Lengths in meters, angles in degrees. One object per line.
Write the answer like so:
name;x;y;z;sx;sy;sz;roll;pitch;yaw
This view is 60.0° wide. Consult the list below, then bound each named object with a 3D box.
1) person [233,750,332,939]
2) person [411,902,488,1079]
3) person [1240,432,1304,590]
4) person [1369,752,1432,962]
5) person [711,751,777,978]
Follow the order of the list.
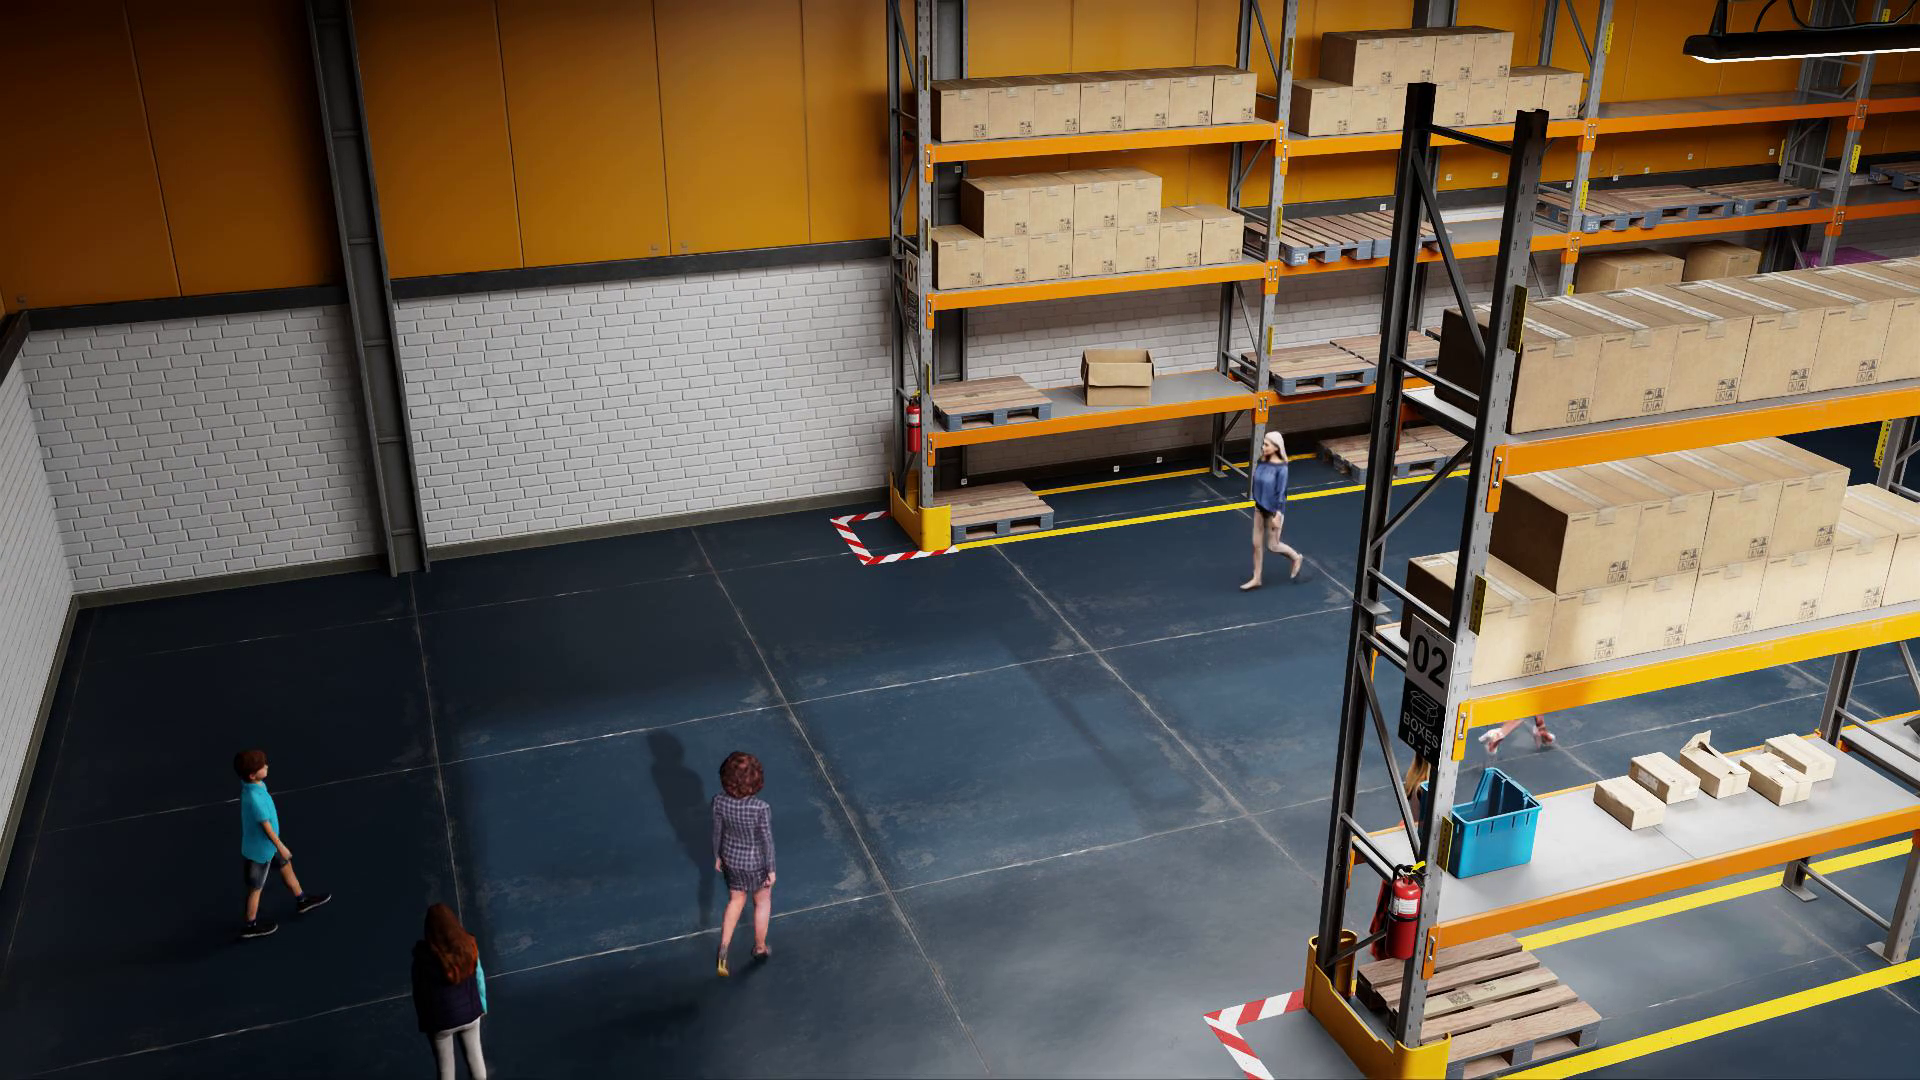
person;-4.935;2.122;11.556;0.835;1.425;0.531;-9;25;-19
person;-3.015;2.819;9.873;0.553;1.496;0.668;-13;27;-27
person;3.190;-0.289;16.749;0.961;1.682;0.710;-12;27;-26
person;3.057;2.072;11.203;0.762;1.800;0.727;5;24;12
person;-1.444;2.205;11.040;0.906;1.685;0.946;8;25;19
